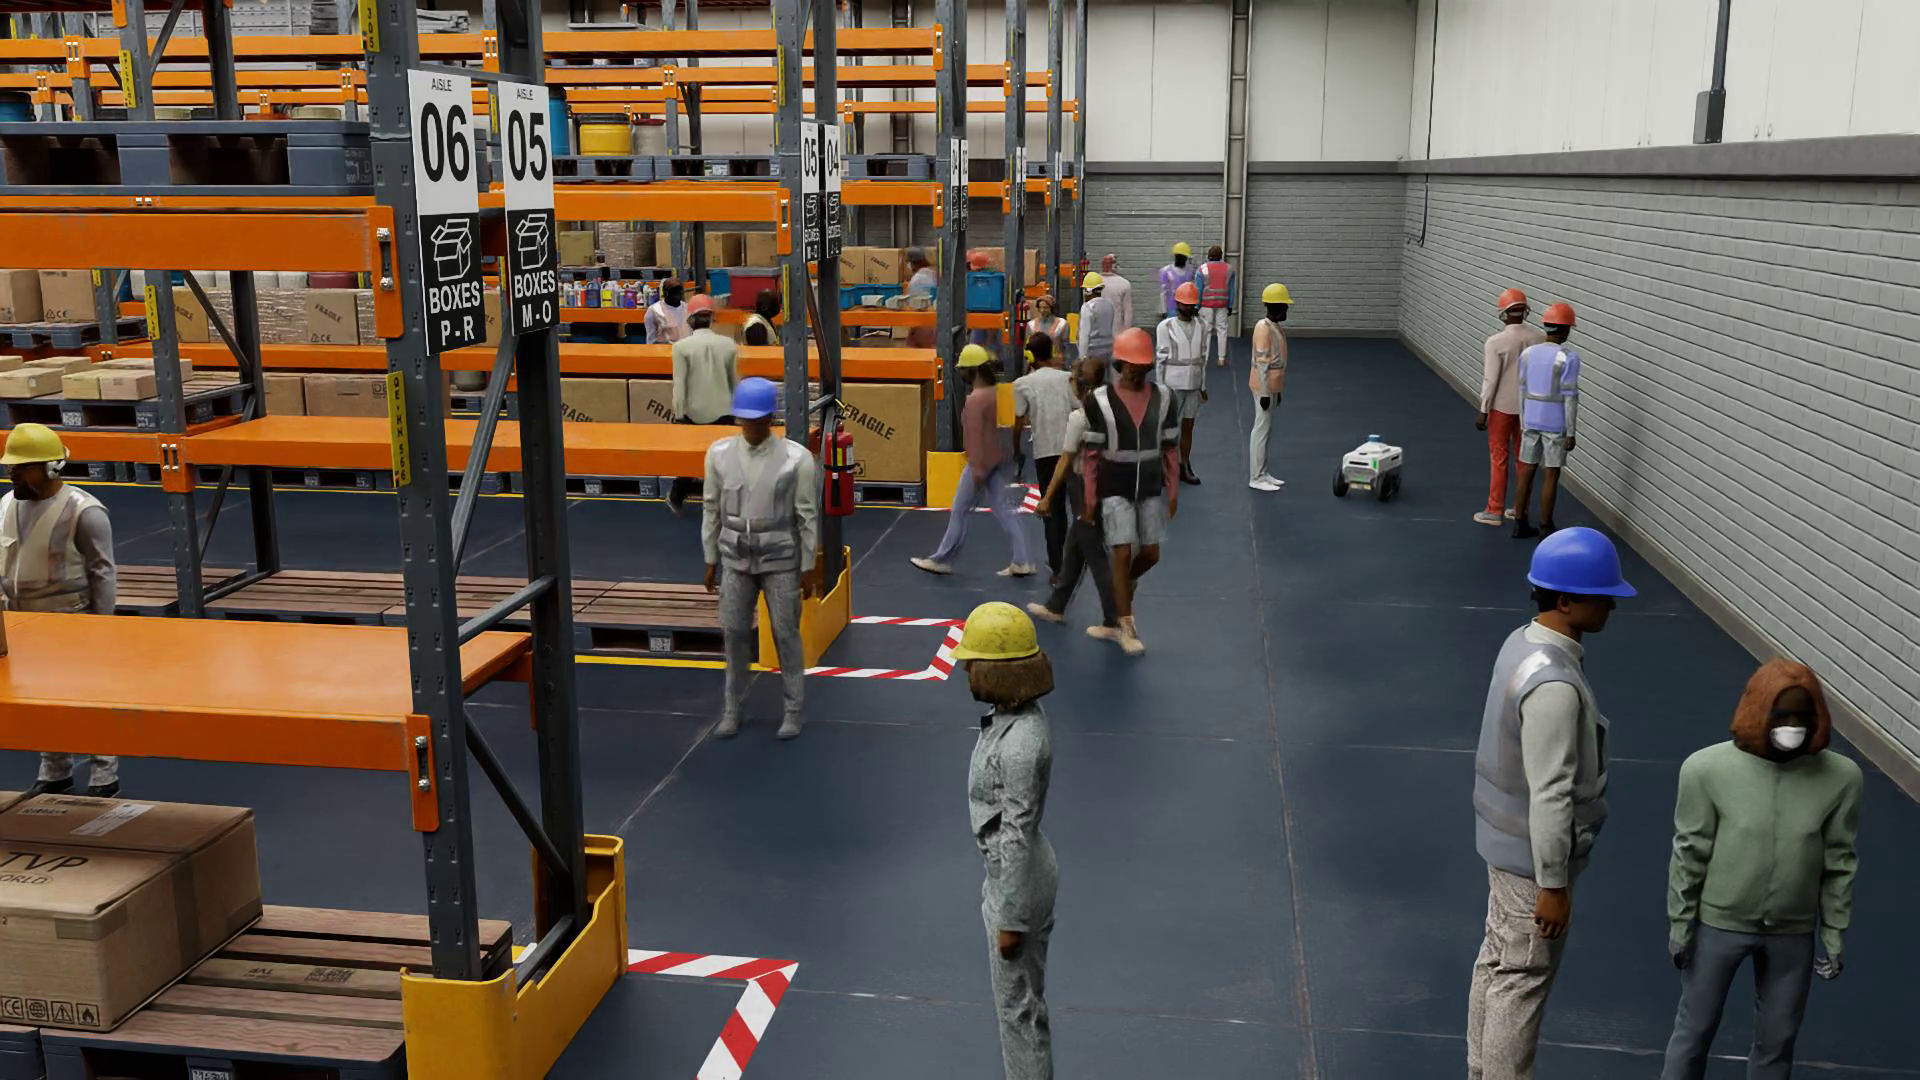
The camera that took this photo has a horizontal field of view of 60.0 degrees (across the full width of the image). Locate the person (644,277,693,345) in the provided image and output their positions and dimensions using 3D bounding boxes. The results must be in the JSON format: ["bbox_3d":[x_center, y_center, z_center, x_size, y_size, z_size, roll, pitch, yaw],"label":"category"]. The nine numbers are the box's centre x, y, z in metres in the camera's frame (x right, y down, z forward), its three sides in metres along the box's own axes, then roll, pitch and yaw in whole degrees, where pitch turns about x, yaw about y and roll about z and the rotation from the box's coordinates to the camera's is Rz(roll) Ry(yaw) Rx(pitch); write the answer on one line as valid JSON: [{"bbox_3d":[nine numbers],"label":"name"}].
[{"bbox_3d":[-3.054,-1.885,17.836,0.625,1.844,0.429,-10,16,-38],"label":"person"}]

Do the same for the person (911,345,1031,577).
[{"bbox_3d":[0.117,-0.567,12.170,0.908,1.715,0.555,4,13,19],"label":"person"}]

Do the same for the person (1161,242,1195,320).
[{"bbox_3d":[3.283,-3.533,25.102,0.603,1.909,0.456,-5,14,-22],"label":"person"}]

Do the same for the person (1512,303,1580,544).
[{"bbox_3d":[4.728,-0.932,13.337,0.382,1.928,0.546,-8,15,-32],"label":"person"}]

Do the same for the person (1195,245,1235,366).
[{"bbox_3d":[3.896,-3.595,25.555,0.635,1.842,0.429,-2,13,-9],"label":"person"}]

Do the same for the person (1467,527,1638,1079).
[{"bbox_3d":[1.740,0.910,4.974,0.404,1.945,0.615,2,13,10],"label":"person"}]

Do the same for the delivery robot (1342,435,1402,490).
[{"bbox_3d":[3.800,-0.723,15.306,0.477,0.478,0.707,9,15,33],"label":"delivery robot"}]

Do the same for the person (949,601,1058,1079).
[{"bbox_3d":[0.128,1.026,4.938,0.320,1.736,0.486,0,12,-1],"label":"person"}]

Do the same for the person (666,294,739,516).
[{"bbox_3d":[-2.188,-1.109,14.120,0.644,1.929,1.000,-7,14,-30],"label":"person"}]

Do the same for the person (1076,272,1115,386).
[{"bbox_3d":[1.527,-2.145,19.063,0.405,1.826,0.597,9,15,35],"label":"person"}]

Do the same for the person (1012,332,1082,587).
[{"bbox_3d":[0.653,-0.606,12.106,0.531,1.813,0.827,-3,13,-14],"label":"person"}]

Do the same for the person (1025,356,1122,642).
[{"bbox_3d":[0.764,-0.274,10.631,0.836,1.808,0.512,8,15,31],"label":"person"}]

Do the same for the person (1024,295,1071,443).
[{"bbox_3d":[0.961,-1.872,18.259,0.531,1.631,0.314,4,13,18],"label":"person"}]

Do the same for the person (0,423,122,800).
[{"bbox_3d":[-4.183,0.364,7.699,0.591,1.834,0.404,4,13,17],"label":"person"}]

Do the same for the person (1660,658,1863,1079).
[{"bbox_3d":[2.280,1.119,4.778,0.495,1.625,0.289,2,13,7],"label":"person"}]

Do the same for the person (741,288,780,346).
[{"bbox_3d":[-1.891,-1.571,16.484,0.679,1.818,0.660,1,13,4],"label":"person"}]

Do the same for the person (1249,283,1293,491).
[{"bbox_3d":[2.909,-1.435,15.604,0.371,1.929,0.584,5,13,20],"label":"person"}]

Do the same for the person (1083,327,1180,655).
[{"bbox_3d":[1.059,-0.336,10.438,0.622,2.020,0.756,-2,13,-11],"label":"person"}]

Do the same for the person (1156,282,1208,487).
[{"bbox_3d":[2.115,-1.469,15.742,0.550,1.933,0.373,-5,14,-22],"label":"person"}]

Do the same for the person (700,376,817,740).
[{"bbox_3d":[-1.052,0.107,8.647,0.622,1.934,0.435,3,13,12],"label":"person"}]

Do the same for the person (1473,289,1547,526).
[{"bbox_3d":[4.630,-1.113,14.022,0.609,1.986,0.391,-5,13,-20],"label":"person"}]

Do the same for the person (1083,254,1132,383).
[{"bbox_3d":[1.916,-2.731,21.514,0.643,1.905,0.399,4,13,19],"label":"person"}]
